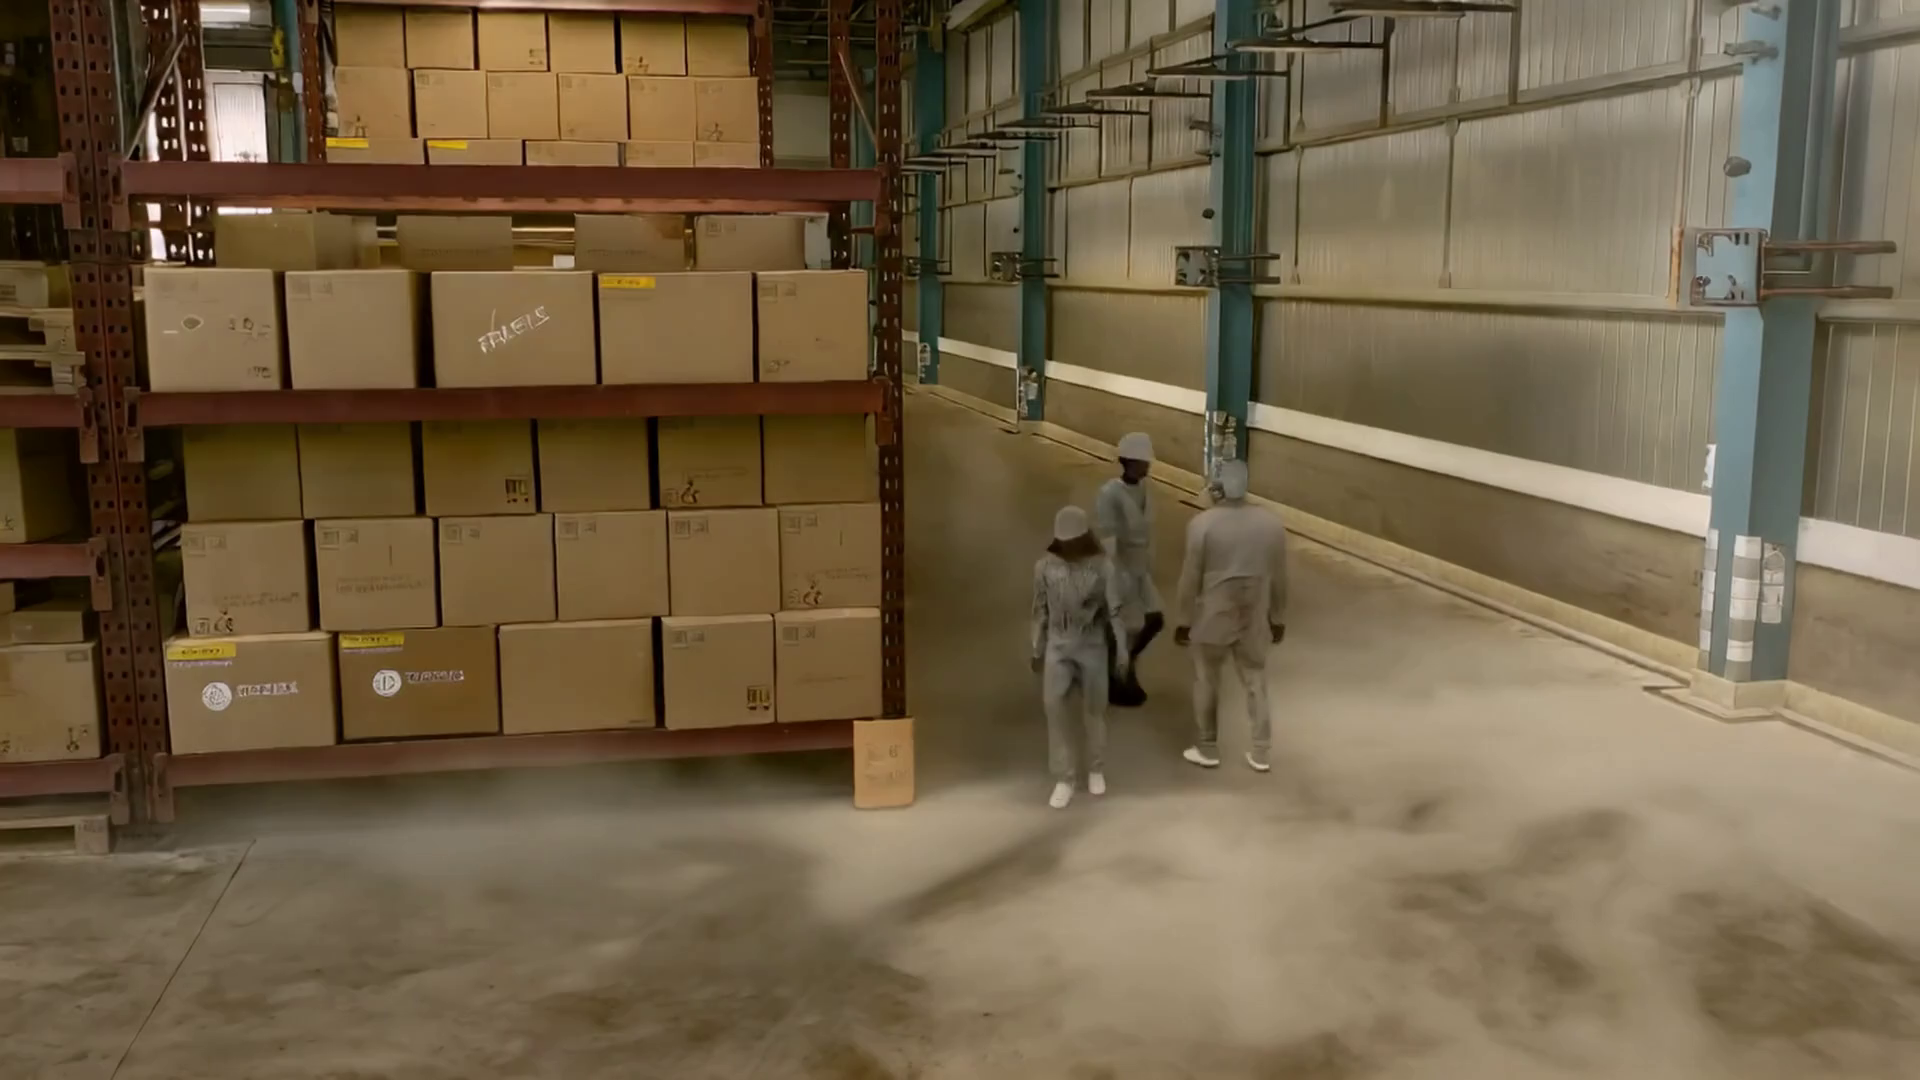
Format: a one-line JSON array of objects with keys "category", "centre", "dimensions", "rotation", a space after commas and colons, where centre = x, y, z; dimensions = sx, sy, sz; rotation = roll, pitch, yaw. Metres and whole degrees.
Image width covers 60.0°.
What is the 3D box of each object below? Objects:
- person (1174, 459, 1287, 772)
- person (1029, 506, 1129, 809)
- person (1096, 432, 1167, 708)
[{"category": "person", "centre": [1.638, 0.462, 10.023], "dimensions": [0.681, 1.894, 0.417], "rotation": [-3, 10, -18]}, {"category": "person", "centre": [0.661, 0.650, 9.404], "dimensions": [0.592, 1.698, 0.730], "rotation": [2, 10, 15]}, {"category": "person", "centre": [1.171, 0.210, 11.444], "dimensions": [0.561, 1.919, 0.424], "rotation": [-9, 13, -44]}]
